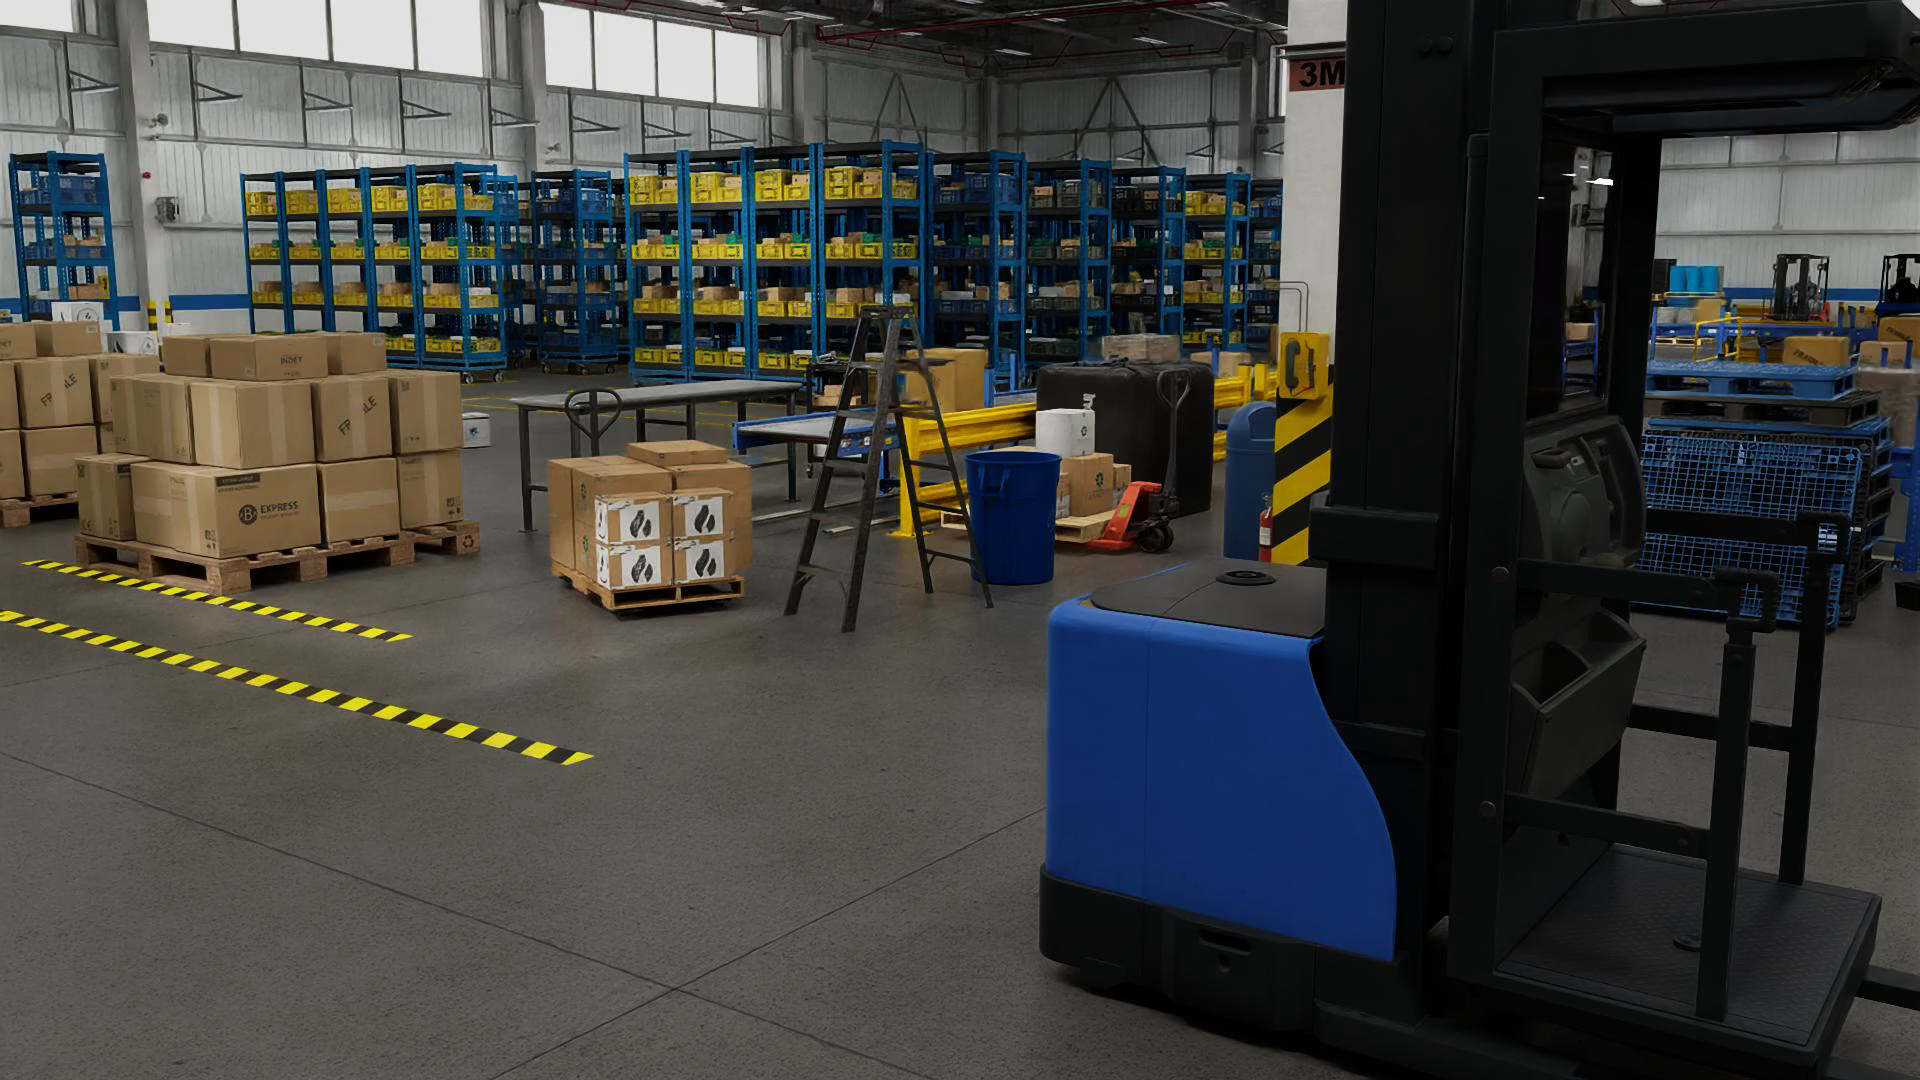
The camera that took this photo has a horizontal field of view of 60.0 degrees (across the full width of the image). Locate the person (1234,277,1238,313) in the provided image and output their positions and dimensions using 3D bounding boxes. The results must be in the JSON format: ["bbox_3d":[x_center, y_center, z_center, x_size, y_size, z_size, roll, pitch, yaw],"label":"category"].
[{"bbox_3d":[7.391,-6.490,45.262,0.563,1.847,0.388,-7,12,-35],"label":"person"}]

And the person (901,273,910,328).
[{"bbox_3d":[-1.309,-5.035,36.211,0.700,1.976,0.555,-2,10,-10],"label":"person"}]

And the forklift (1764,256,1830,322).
[{"bbox_3d":[20.253,-5.854,40.139,1.157,1.987,2.680,7,12,35],"label":"forklift"}]

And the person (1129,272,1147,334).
[{"bbox_3d":[3.475,-4.336,32.538,0.617,1.806,0.632,-9,13,-42],"label":"person"}]

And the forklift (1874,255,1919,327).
[{"bbox_3d":[22.089,-5.634,38.796,1.157,1.987,2.680,6,11,33],"label":"forklift"}]

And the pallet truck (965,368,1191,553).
[{"bbox_3d":[0.845,-0.609,11.869,1.630,1.274,0.653,7,12,35],"label":"pallet truck"}]

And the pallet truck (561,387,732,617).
[{"bbox_3d":[-1.981,-0.274,10.088,0.680,1.201,1.601,-5,11,-28],"label":"pallet truck"}]

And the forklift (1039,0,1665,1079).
[{"bbox_3d":[1.249,-0.137,4.360,1.873,2.768,1.129,7,12,35],"label":"forklift"}]
